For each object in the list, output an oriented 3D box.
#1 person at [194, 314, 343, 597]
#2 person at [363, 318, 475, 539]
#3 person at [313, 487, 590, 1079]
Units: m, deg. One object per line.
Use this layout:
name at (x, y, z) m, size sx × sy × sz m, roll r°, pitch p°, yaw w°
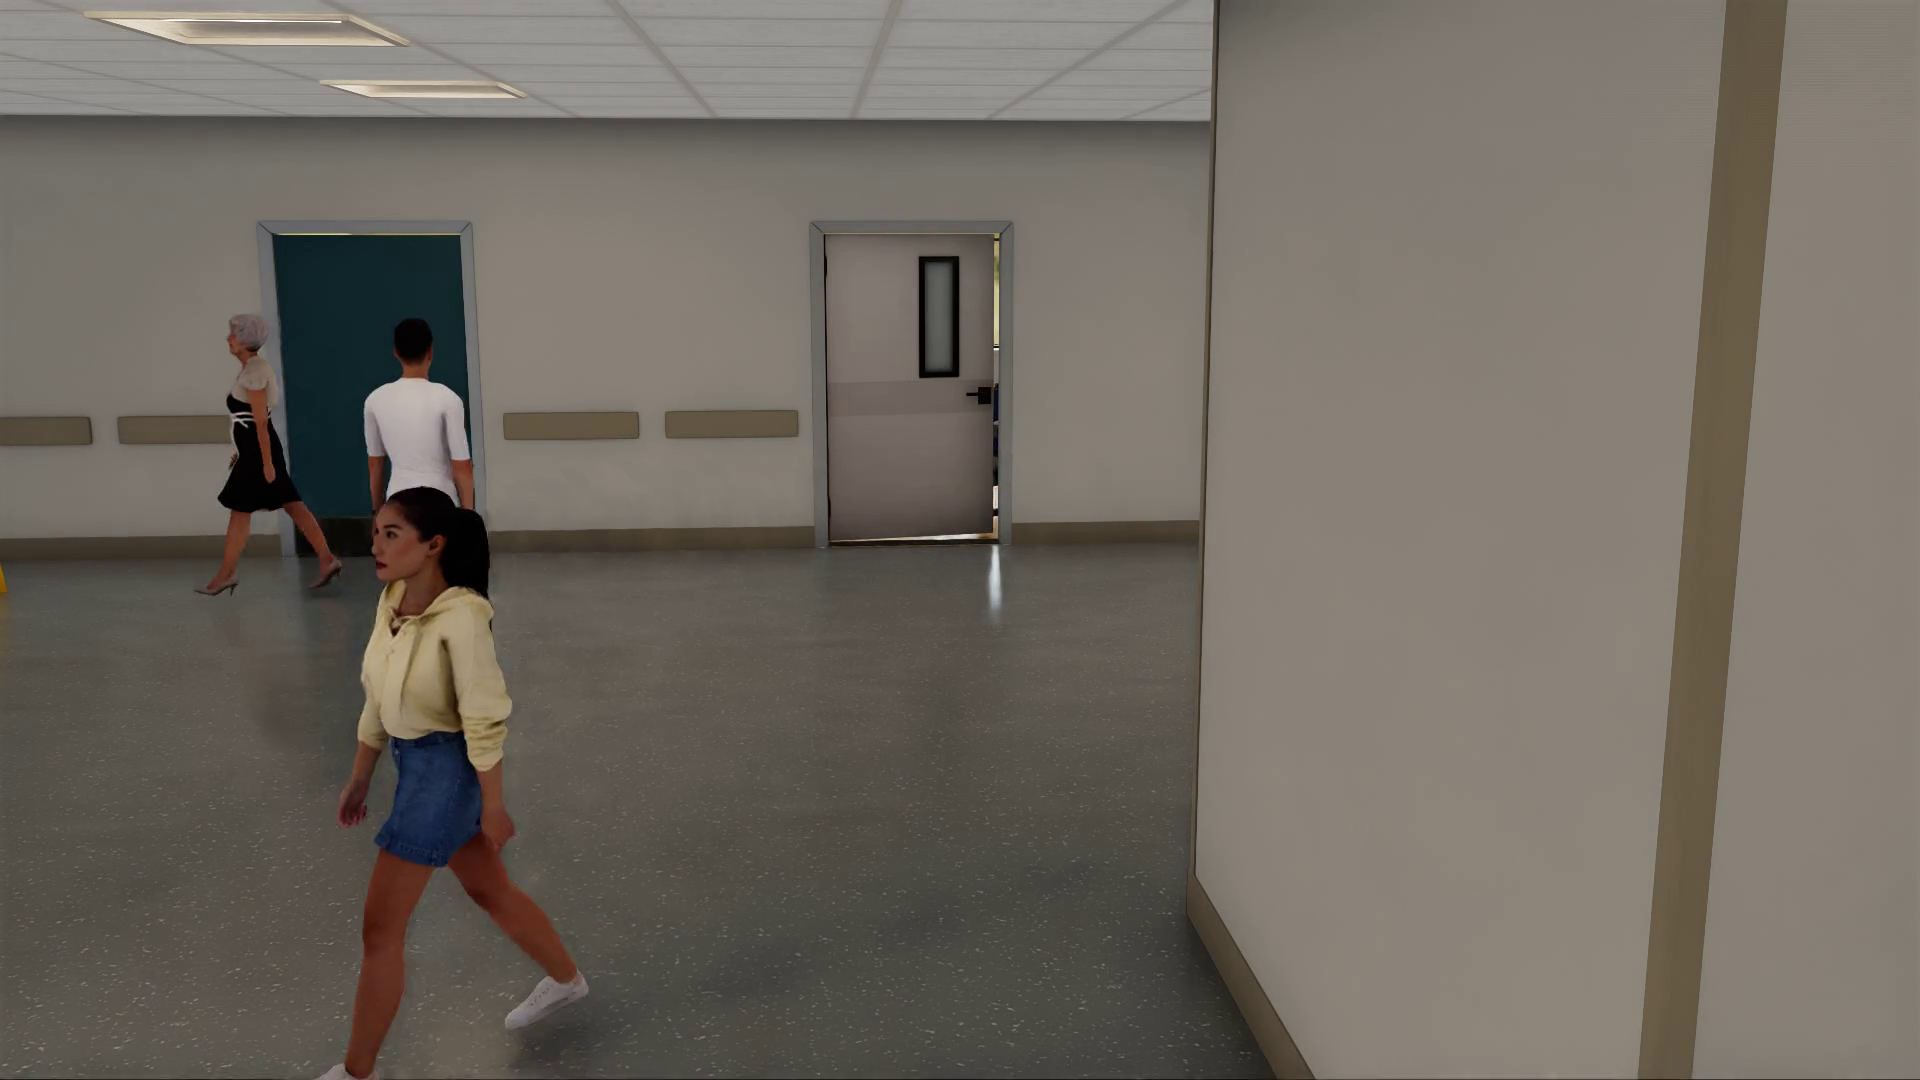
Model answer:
person at (-4.168, -0.481, 10.172) m, size 1.097 × 1.712 × 0.671 m, roll -2°, pitch 11°, yaw -11°
person at (-2.581, -0.115, 7.910) m, size 0.866 × 1.837 × 0.825 m, roll 1°, pitch 11°, yaw 6°
person at (-1.325, 0.665, 4.470) m, size 1.224 × 1.586 × 1.049 m, roll -9°, pitch 14°, yaw -39°
